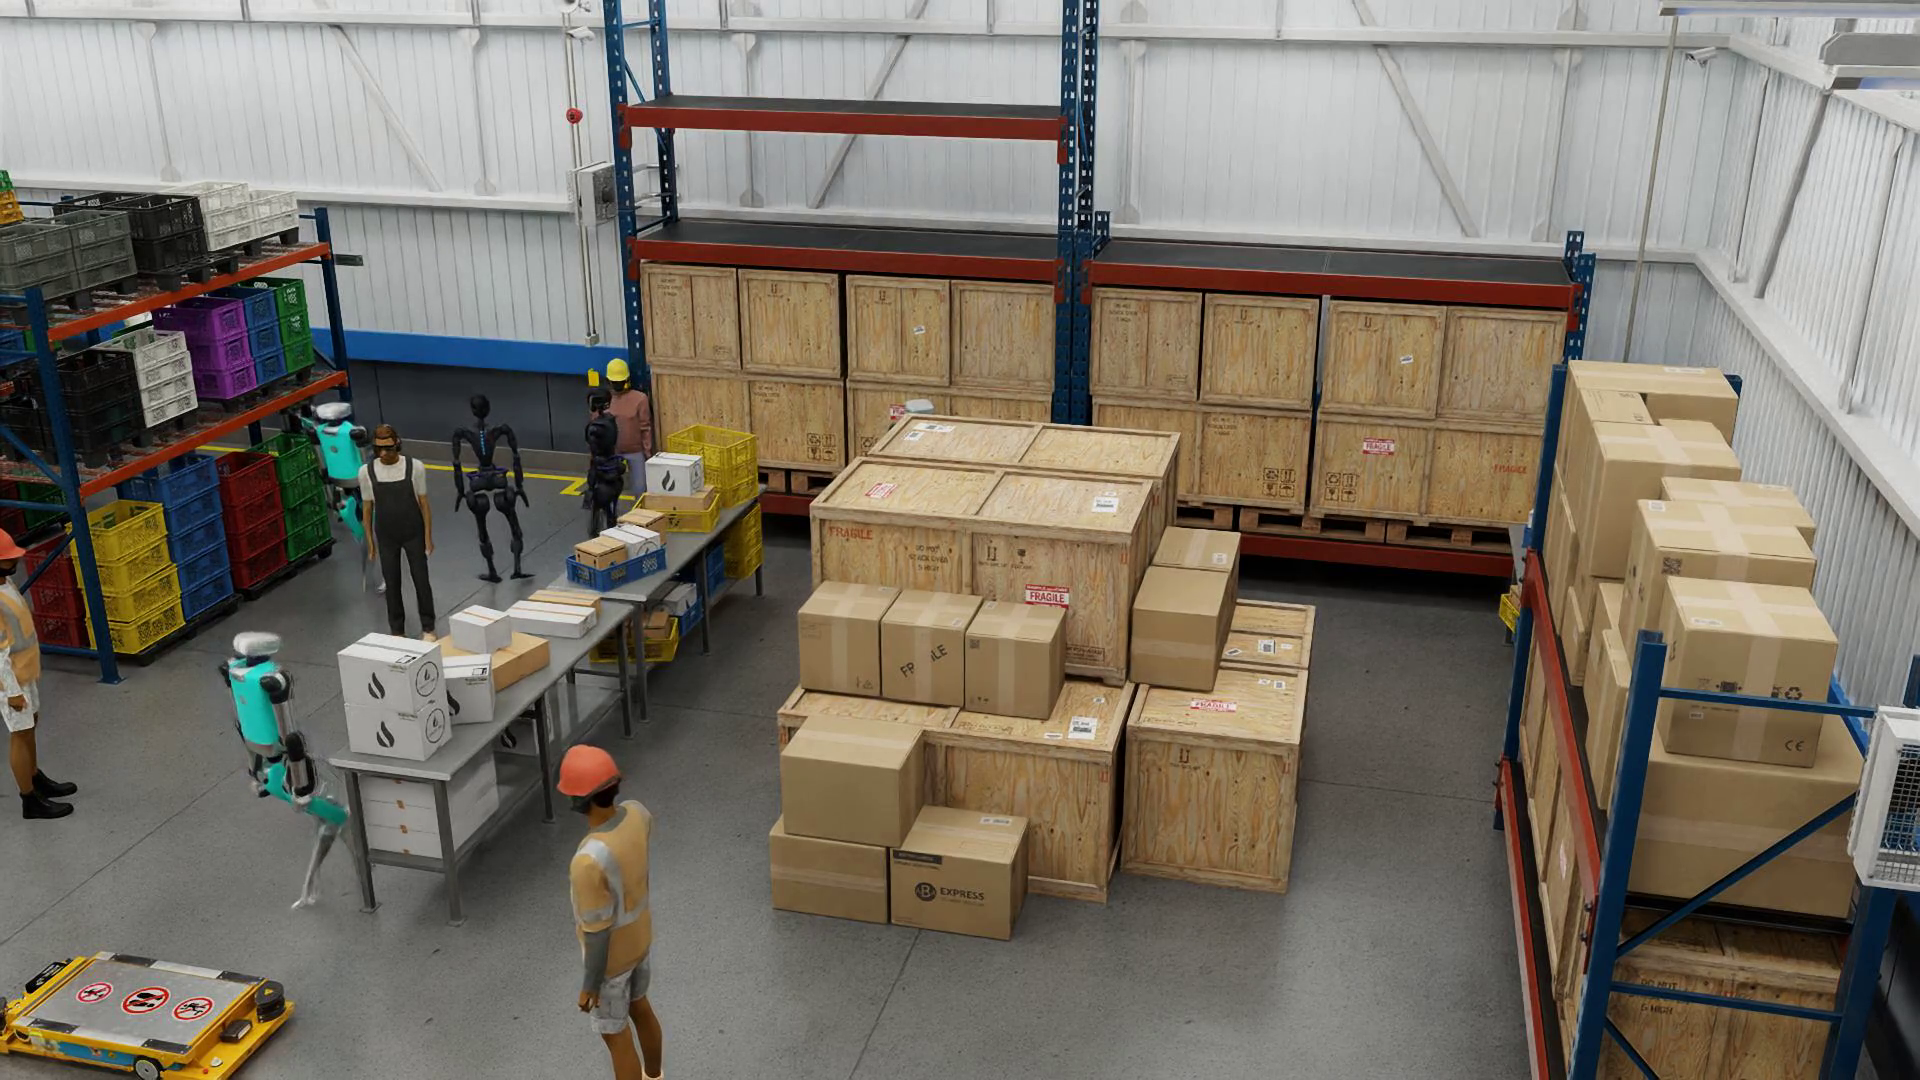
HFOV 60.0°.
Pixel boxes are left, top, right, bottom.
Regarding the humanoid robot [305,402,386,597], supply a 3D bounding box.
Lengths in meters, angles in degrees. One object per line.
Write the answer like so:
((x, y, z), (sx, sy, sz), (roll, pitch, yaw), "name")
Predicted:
((-4.964, -0.313, 13.936), (0.561, 1.867, 0.775), (5, 21, 13), "humanoid robot")

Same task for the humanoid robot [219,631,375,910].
((-3.734, 1.303, 9.695), (0.559, 1.848, 0.808), (15, 25, 34), "humanoid robot")

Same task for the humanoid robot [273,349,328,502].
((-6.177, -1.106, 15.893), (1.027, 1.734, 0.547), (3, 21, 9), "humanoid robot")

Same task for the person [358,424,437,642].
((-4.348, -0.025, 12.918), (0.505, 1.838, 0.340), (-6, 22, -15), "person")

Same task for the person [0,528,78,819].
((-5.956, 0.835, 10.525), (0.353, 1.938, 0.542), (-7, 22, -19), "person")

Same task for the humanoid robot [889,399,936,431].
((-0.303, -0.255, 13.464), (0.533, 1.680, 0.735), (-1, 21, -2), "humanoid robot")

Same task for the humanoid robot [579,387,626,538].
((-3.090, -0.524, 14.431), (0.334, 1.652, 0.584), (3, 21, 7), "humanoid robot")

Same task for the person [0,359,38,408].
((-10.135, -1.820, 17.646), (0.764, 1.809, 0.638), (-5, 21, -12), "person")

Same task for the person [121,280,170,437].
((-8.785, -2.040, 18.193), (0.562, 1.836, 0.390), (-3, 21, -9), "person")

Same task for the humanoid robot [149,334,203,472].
((-7.779, -1.242, 16.328), (0.598, 1.635, 0.335), (-10, 23, -24), "humanoid robot")

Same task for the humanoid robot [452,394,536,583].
((-4.006, -0.416, 14.174), (0.616, 1.644, 0.482), (-5, 21, -12), "humanoid robot")

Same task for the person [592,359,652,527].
((-3.040, -0.791, 15.032), (0.521, 1.758, 0.351), (-4, 21, -11), "person")

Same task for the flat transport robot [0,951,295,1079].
((-4.270, 2.464, 8.601), (1.431, 0.231, 0.659), (5, 22, 13), "flat transport robot")

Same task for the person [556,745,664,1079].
((-1.623, 1.873, 7.675), (0.392, 2.033, 0.613), (5, 21, 12), "person")
